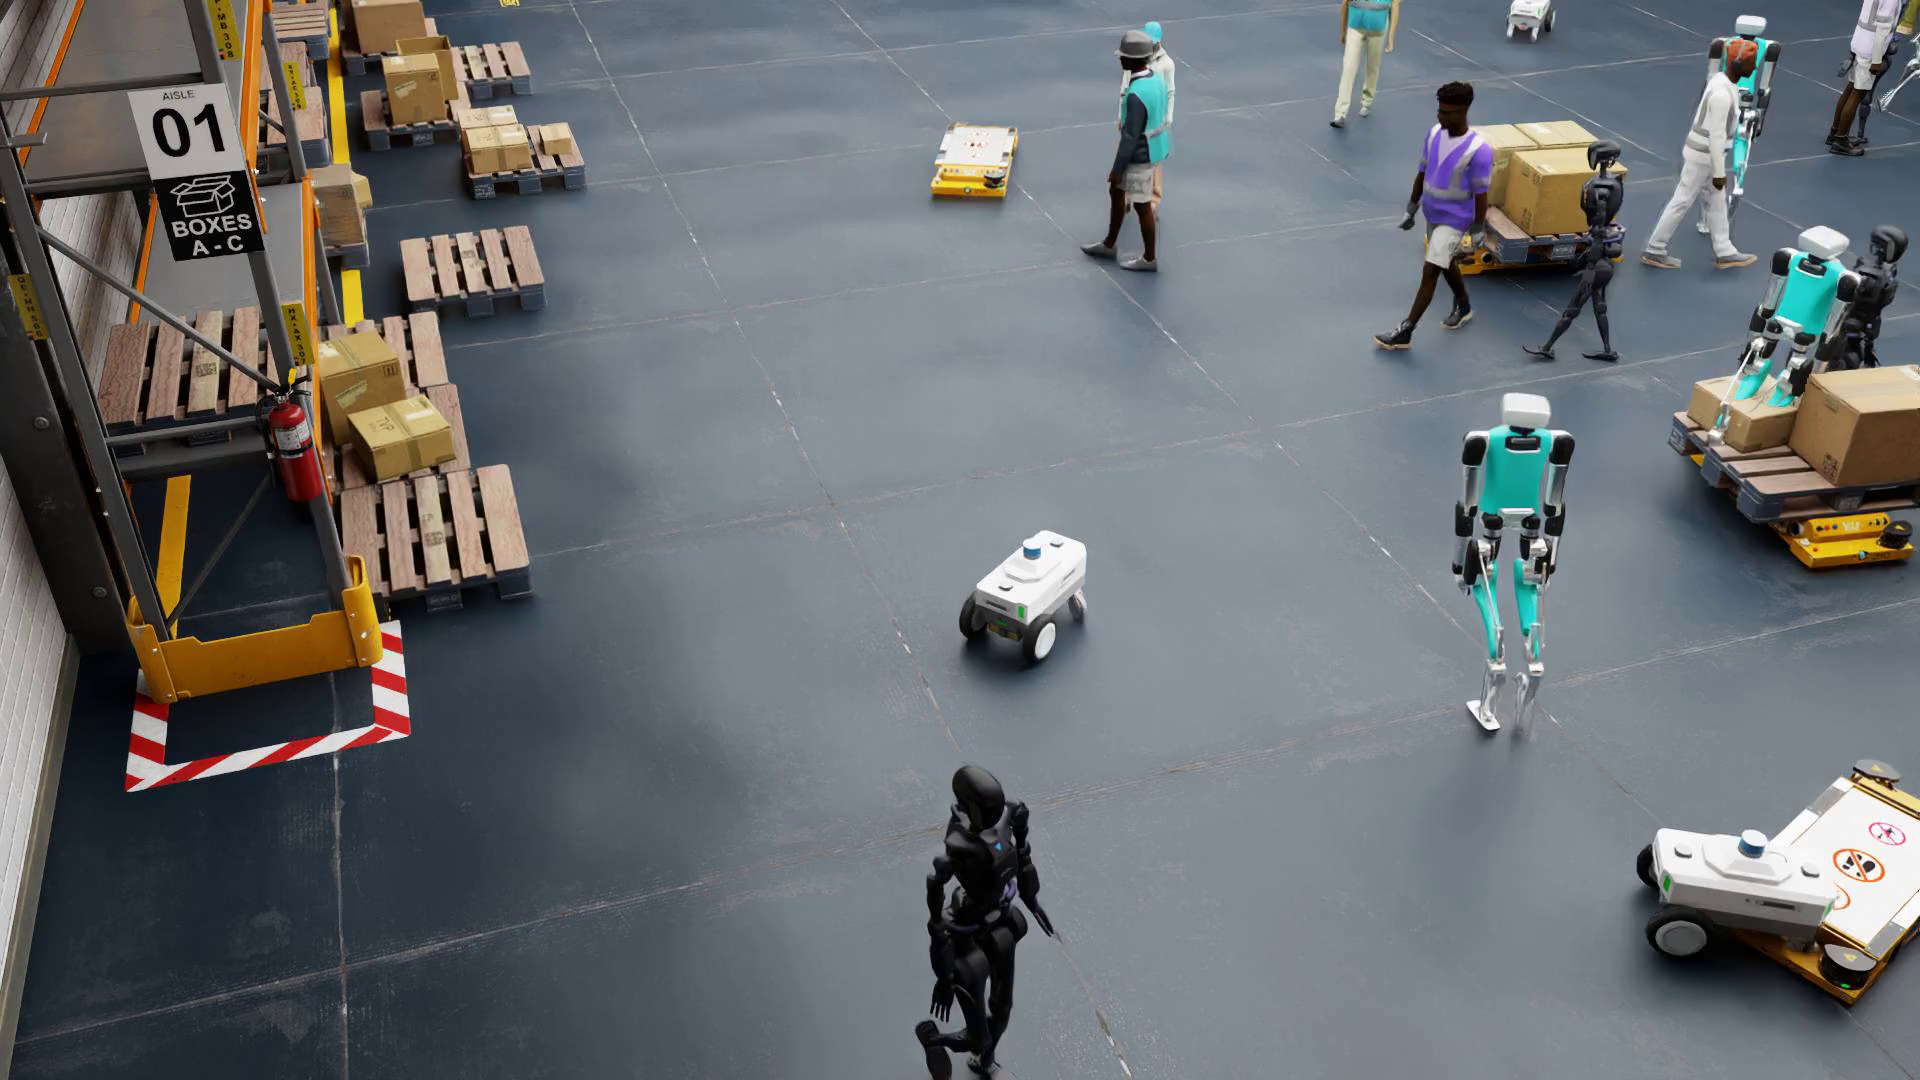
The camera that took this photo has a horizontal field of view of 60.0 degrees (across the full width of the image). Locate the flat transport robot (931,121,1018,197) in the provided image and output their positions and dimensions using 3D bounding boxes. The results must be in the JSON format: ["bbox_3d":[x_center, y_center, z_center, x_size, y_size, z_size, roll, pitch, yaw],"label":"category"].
[{"bbox_3d":[0.147,-3.484,15.202,0.659,0.231,1.431,4,33,5],"label":"flat transport robot"}]

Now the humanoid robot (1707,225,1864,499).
[{"bbox_3d":[4.822,-0.956,9.995,0.728,1.820,0.540,-21,38,-28],"label":"humanoid robot"}]

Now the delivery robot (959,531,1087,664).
[{"bbox_3d":[0.381,0.290,9.163,0.515,0.606,0.778,21,38,28],"label":"delivery robot"}]

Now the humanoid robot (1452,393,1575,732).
[{"bbox_3d":[2.710,0.235,8.211,0.546,1.817,0.787,1,33,1],"label":"humanoid robot"}]

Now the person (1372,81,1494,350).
[{"bbox_3d":[3.484,-2.336,11.949,0.981,1.906,0.629,-14,36,-21],"label":"person"}]

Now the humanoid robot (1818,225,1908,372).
[{"bbox_3d":[5.538,-1.184,10.398,0.588,1.641,0.526,-27,42,-35],"label":"humanoid robot"}]

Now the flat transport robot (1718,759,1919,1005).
[{"bbox_3d":[4.073,1.511,7.541,1.431,0.231,0.659,-25,41,-33],"label":"flat transport robot"}]

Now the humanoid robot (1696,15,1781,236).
[{"bbox_3d":[6.288,-3.301,13.605,0.545,1.795,0.791,10,34,14],"label":"humanoid robot"}]

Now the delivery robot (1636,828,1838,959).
[{"bbox_3d":[3.379,1.523,7.270,0.808,0.604,0.499,7,34,11],"label":"delivery robot"}]

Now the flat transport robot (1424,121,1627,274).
[{"bbox_3d":[4.595,-2.419,13.569,1.431,0.231,0.659,-5,33,-8],"label":"flat transport robot"}]

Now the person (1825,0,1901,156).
[{"bbox_3d":[8.376,-4.502,15.249,0.383,1.929,0.541,6,34,10],"label":"person"}]

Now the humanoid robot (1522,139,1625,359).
[{"bbox_3d":[4.438,-2.016,11.681,0.685,1.622,0.601,9,34,14],"label":"humanoid robot"}]

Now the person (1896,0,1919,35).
[{"bbox_3d":[10.814,-6.487,18.383,0.554,1.824,0.508,-8,34,-13],"label":"person"}]

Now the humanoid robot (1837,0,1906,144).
[{"bbox_3d":[8.473,-4.504,15.470,0.589,1.653,0.324,-19,38,-27],"label":"humanoid robot"}]

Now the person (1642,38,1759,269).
[{"bbox_3d":[5.942,-2.951,12.939,0.880,1.843,0.594,16,37,23],"label":"person"}]

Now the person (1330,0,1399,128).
[{"bbox_3d":[3.891,-4.869,15.929,0.600,1.798,0.956,14,36,20],"label":"person"}]

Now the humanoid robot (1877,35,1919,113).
[{"bbox_3d":[9.531,-4.991,16.215,0.898,1.828,0.557,3,33,5],"label":"humanoid robot"}]

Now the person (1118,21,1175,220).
[{"bbox_3d":[1.555,-3.515,13.962,0.460,1.674,0.382,8,34,12],"label":"person"}]

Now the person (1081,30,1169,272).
[{"bbox_3d":[1.256,-3.017,12.972,0.761,1.913,0.580,7,34,11],"label":"person"}]

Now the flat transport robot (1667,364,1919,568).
[{"bbox_3d":[5.181,-0.310,10.334,0.659,0.231,1.431,-5,33,-8],"label":"flat transport robot"}]

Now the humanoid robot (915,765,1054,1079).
[{"bbox_3d":[0.063,1.468,6.323,0.410,1.648,0.610,26,41,34],"label":"humanoid robot"}]

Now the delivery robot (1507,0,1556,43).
[{"bbox_3d":[6.427,-5.959,18.753,0.499,0.613,0.807,15,36,21],"label":"delivery robot"}]
